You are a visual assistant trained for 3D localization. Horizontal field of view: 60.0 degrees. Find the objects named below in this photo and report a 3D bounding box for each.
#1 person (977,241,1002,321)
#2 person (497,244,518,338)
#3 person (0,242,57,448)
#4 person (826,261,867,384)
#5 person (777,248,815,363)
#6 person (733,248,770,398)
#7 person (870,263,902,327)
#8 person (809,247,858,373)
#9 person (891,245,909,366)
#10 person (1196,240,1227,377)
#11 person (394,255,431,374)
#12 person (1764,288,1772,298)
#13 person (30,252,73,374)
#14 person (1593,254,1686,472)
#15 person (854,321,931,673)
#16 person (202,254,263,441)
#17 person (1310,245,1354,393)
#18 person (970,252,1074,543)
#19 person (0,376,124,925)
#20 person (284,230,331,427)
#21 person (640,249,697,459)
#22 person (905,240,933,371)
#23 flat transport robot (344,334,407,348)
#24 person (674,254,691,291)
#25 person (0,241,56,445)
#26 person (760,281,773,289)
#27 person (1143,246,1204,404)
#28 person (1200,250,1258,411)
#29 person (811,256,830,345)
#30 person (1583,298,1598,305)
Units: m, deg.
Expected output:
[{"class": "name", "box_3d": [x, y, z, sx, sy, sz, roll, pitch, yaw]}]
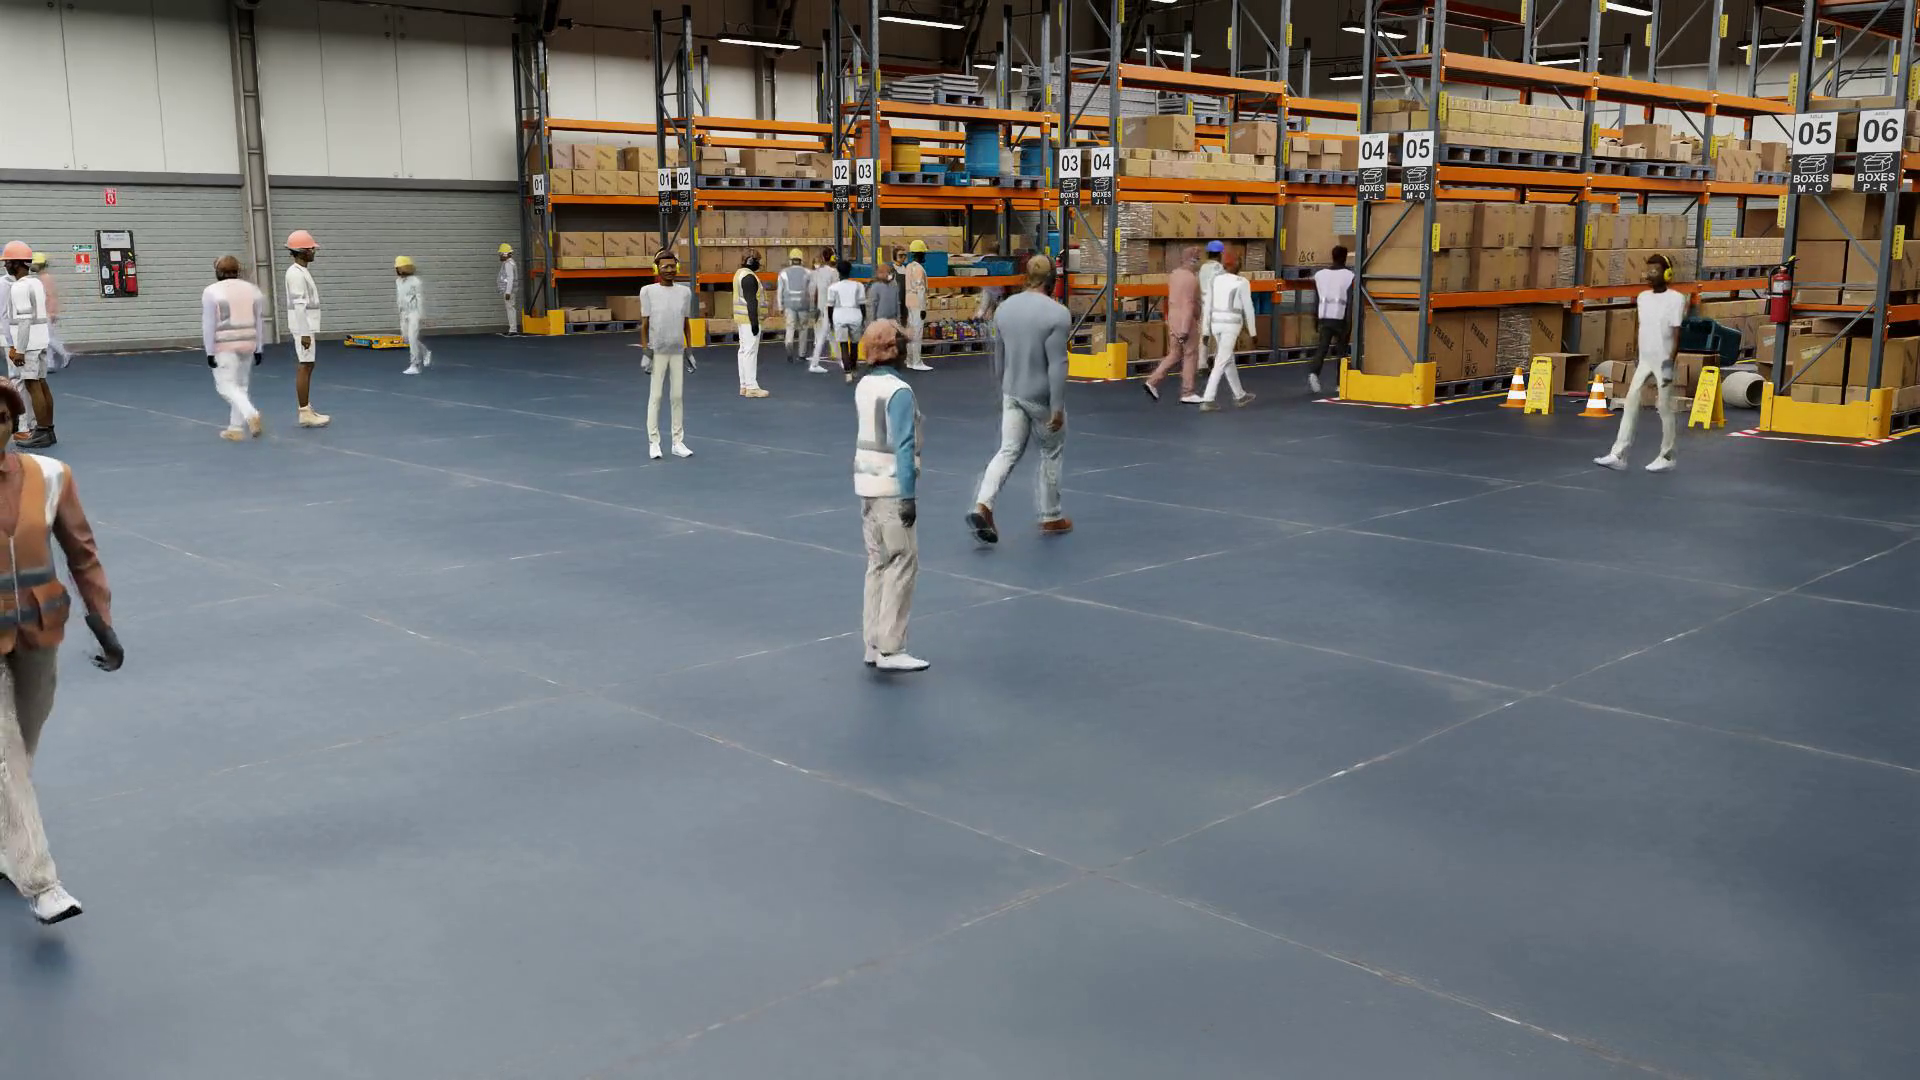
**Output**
[{"class": "person", "box_3d": [0.626, -4.920, 32.703, 0.635, 1.894, 1.034, 7, 13, 35]}, {"class": "person", "box_3d": [-8.929, -4.923, 32.843, 0.404, 1.830, 0.600, -2, 11, -11]}, {"class": "person", "box_3d": [-8.888, -1.859, 15.849, 0.357, 1.938, 0.542, -2, 11, -12]}, {"class": "person", "box_3d": [-1.548, -2.965, 22.654, 0.542, 1.636, 0.901, -2, 11, -11]}, {"class": "person", "box_3d": [-2.588, -3.701, 26.259, 0.599, 1.810, 0.662, 0, 10, 1]}, {"class": "person", "box_3d": [-2.616, -2.723, 20.826, 0.429, 1.842, 0.621, -4, 11, -19]}, {"class": "person", "box_3d": [-1.087, -3.137, 23.680, 0.514, 1.615, 0.445, -9, 14, -40]}, {"class": "person", "box_3d": [-1.866, -3.389, 24.528, 0.976, 1.819, 0.539, -8, 13, -36]}, {"class": "person", "box_3d": [-0.949, -3.588, 25.527, 0.326, 1.843, 0.516, 9, 14, 40]}, {"class": "person", "box_3d": [3.645, -3.283, 23.642, 0.617, 1.923, 0.638, -7, 13, -34]}, {"class": "person", "box_3d": [-7.988, -3.311, 24.361, 0.512, 1.719, 0.580, 6, 12, 30]}, {"class": "person", "box_3d": [15.895, -4.872, 32.191, 0.593, 1.967, 0.653, -3, 11, -13]}, {"class": "person", "box_3d": [-13.277, -3.292, 24.152, 0.545, 1.751, 0.409, 9, 14, 40]}, {"class": "person", "box_3d": [5.772, -1.472, 14.013, 0.886, 1.831, 0.560, -5, 12, -27]}, {"class": "person", "box_3d": [-0.321, -0.204, 7.731, 0.318, 1.610, 0.606, -5, 11, -25]}, {"class": "person", "box_3d": [-7.034, -1.860, 16.176, 0.733, 1.822, 0.631, 6, 12, 31]}, {"class": "person", "box_3d": [4.775, -2.839, 21.346, 0.602, 1.889, 0.890, 7, 12, 33]}, {"class": "person", "box_3d": [0.415, -0.930, 10.915, 0.643, 1.901, 0.950, 8, 13, 38]}, {"class": "person", "box_3d": [-2.767, 0.316, 4.890, 0.835, 1.595, 0.532, 7, 13, 35]}, {"class": "person", "box_3d": [-6.907, -2.234, 17.590, 0.356, 2.047, 0.615, -3, 11, -18]}, {"class": "person", "box_3d": [-2.648, -1.687, 15.090, 0.518, 1.874, 0.327, -6, 12, -30]}, {"class": "person", "box_3d": [-0.631, -3.495, 24.784, 0.354, 1.930, 0.594, -4, 11, -19]}, {"class": "flat transport robot", "box_3d": [-10.478, -3.596, 29.983, 0.652, 0.197, 1.431, -10, 14, -44]}, {"class": "person", "box_3d": [-5.702, -5.297, 34.517, 0.612, 1.962, 0.363, 4, 11, 21]}, {"class": "person", "box_3d": [-9.040, -1.902, 16.052, 0.395, 1.945, 0.618, -2, 11, -9]}, {"class": "person", "box_3d": [-3.963, -5.101, 33.567, 0.562, 1.923, 0.460, 9, 13, 39]}, {"class": "person", "box_3d": [2.598, -2.577, 19.964, 0.696, 1.874, 0.663, -3, 11, -14]}, {"class": "person", "box_3d": [3.118, -2.415, 19.204, 0.976, 1.829, 0.601, -8, 13, -38]}, {"class": "person", "box_3d": [-2.578, -4.416, 30.640, 0.520, 1.619, 0.460, 1, 10, 8]}, {"class": "person", "box_3d": [11.704, -4.724, 31.270, 0.625, 2.015, 0.859, 9, 14, 41]}]
